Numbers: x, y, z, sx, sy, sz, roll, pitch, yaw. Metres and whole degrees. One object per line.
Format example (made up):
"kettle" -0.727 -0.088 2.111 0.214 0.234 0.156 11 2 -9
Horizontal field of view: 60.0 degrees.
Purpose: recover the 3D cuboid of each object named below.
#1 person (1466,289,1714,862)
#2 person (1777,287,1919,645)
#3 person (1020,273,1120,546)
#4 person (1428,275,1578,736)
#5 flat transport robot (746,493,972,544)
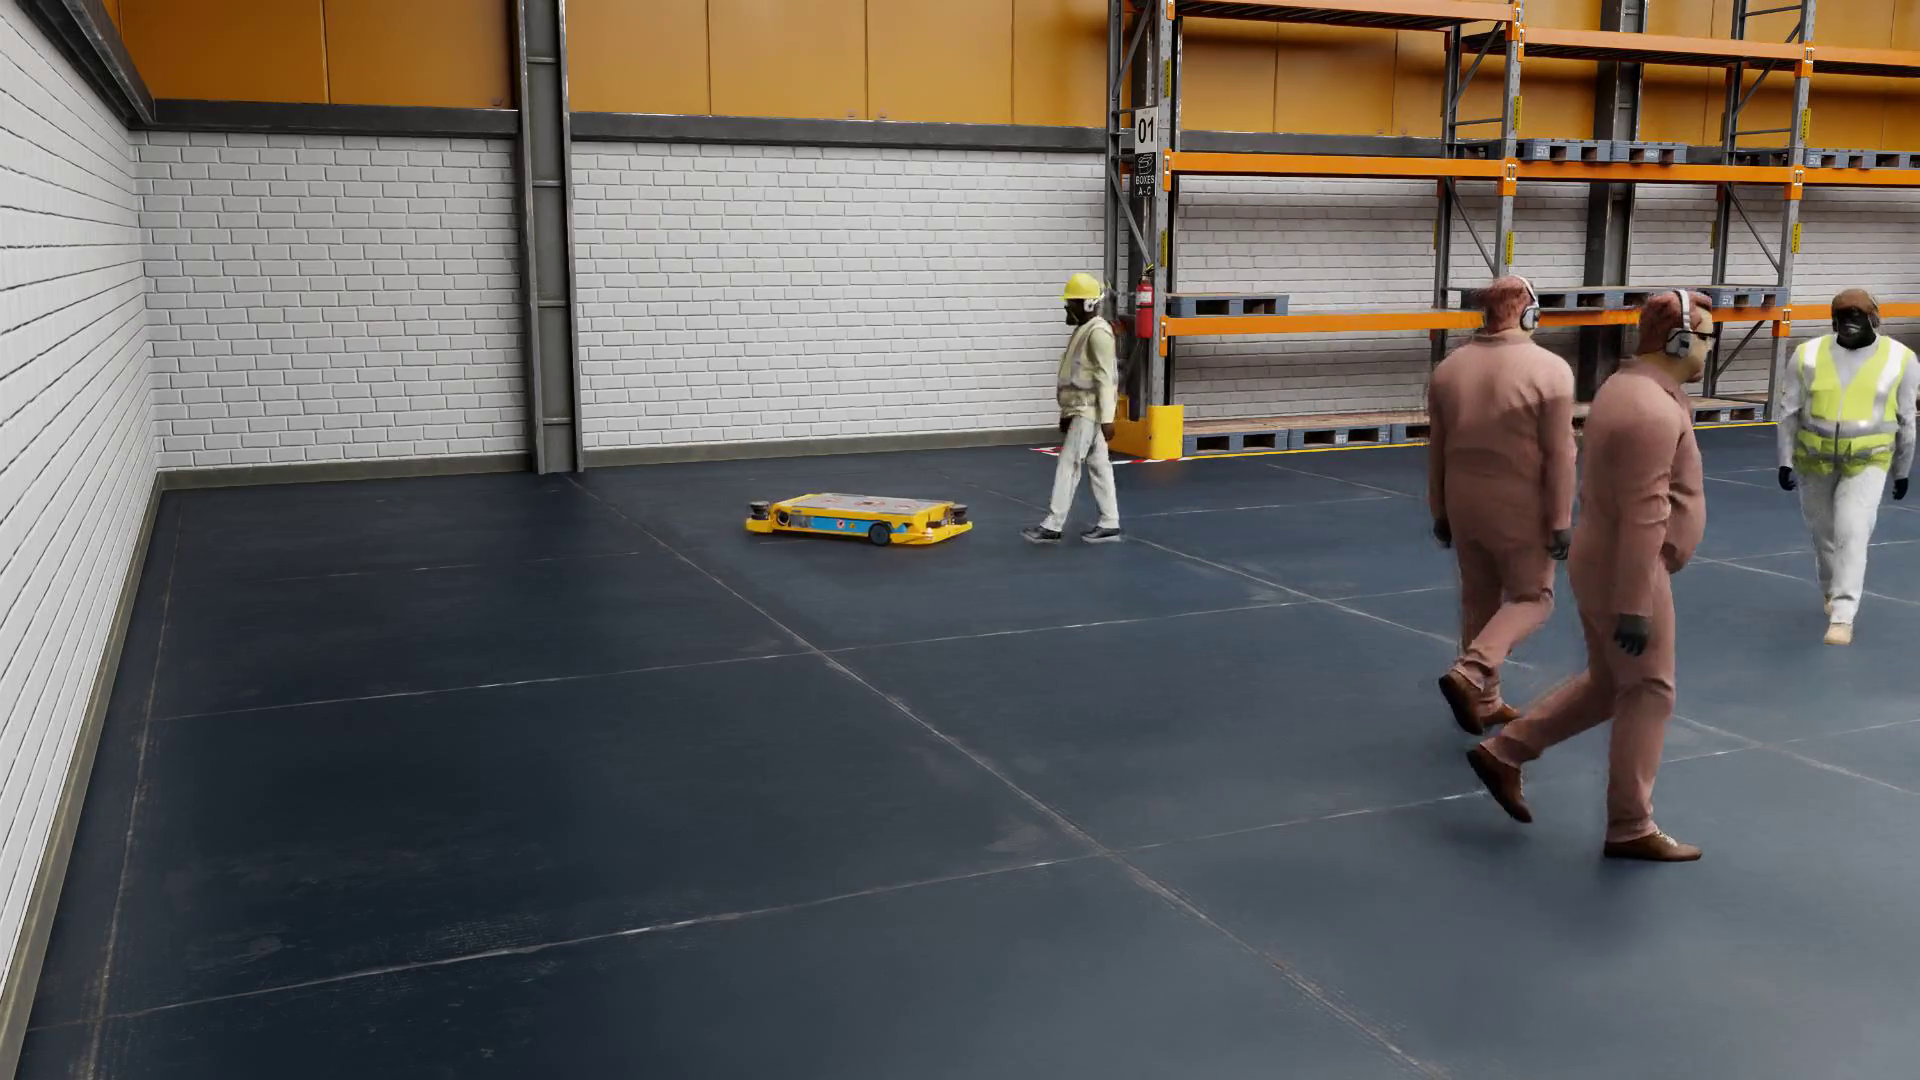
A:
"person" 2.108 0.117 5.470 0.646 1.878 0.692 2 10 12
"person" 4.613 -0.418 8.668 0.625 1.795 0.925 8 13 38
"person" 0.721 -0.858 11.083 0.819 1.803 0.626 -1 10 -7
"person" 2.143 -0.120 6.741 0.598 1.888 0.665 -7 12 -35
"flat transport robot" -0.698 -0.160 11.481 1.431 0.197 0.652 5 11 24
